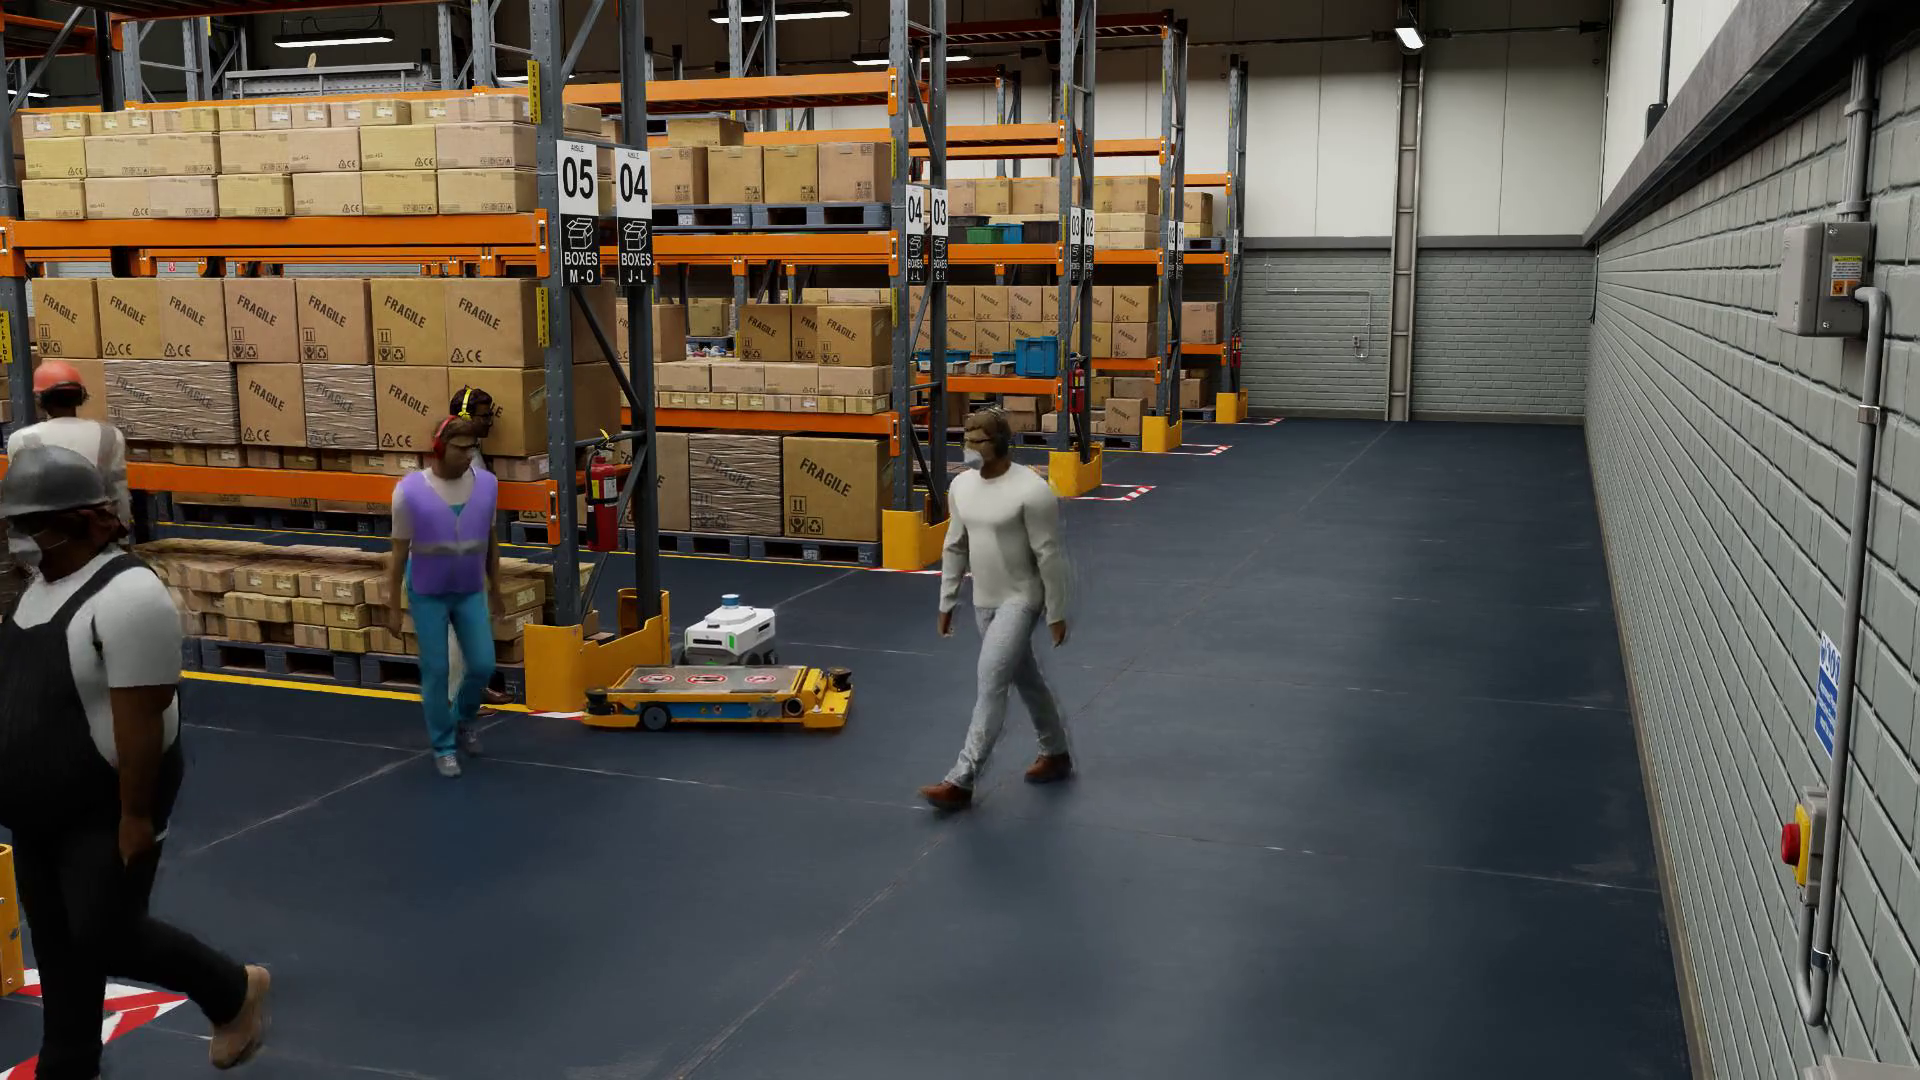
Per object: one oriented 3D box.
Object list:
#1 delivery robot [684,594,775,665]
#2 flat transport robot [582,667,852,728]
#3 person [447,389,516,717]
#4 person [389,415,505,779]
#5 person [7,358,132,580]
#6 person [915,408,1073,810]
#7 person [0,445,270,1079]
[{"bbox_3d":[-1.387,0.573,10.075,0.477,0.478,0.707,3,9,15],"label":"delivery robot"},{"bbox_3d":[-1.343,0.874,9.371,1.431,0.197,0.652,0,9,0],"label":"flat transport robot"},{"bbox_3d":[-2.773,0.073,9.445,0.333,1.860,0.509,1,9,4],"label":"person"},{"bbox_3d":[-2.557,0.280,8.261,0.607,1.820,0.447,-8,12,-39],"label":"person"},{"bbox_3d":[-5.056,-0.022,9.482,0.627,2.033,0.622,-8,12,-40],"label":"person"},{"bbox_3d":[0.197,0.307,7.925,1.041,1.877,0.640,-8,12,-40],"label":"person"},{"bbox_3d":[-2.531,0.708,4.905,0.692,2.000,0.685,6,11,35],"label":"person"}]
